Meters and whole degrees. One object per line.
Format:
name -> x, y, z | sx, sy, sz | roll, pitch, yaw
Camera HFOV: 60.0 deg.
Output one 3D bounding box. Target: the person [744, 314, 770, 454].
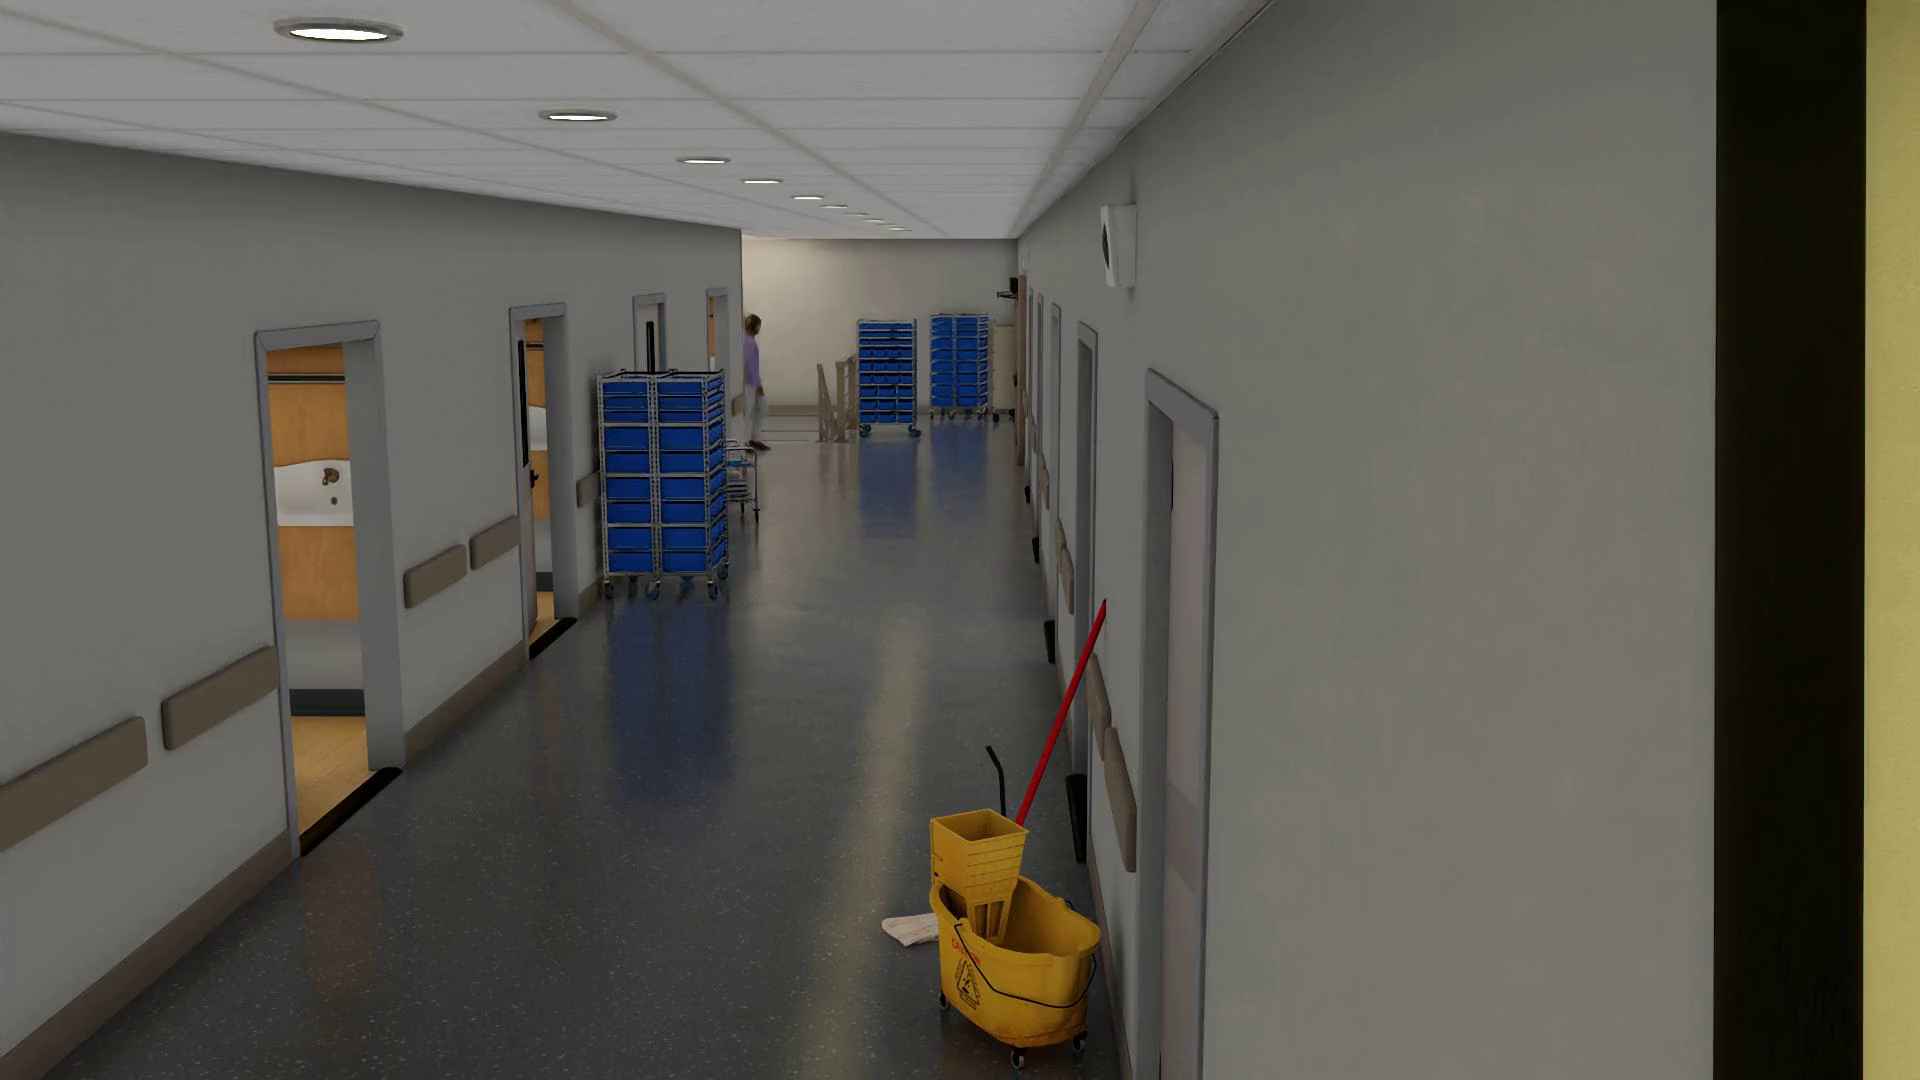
person -> -2.832, -2.134, 22.825 | 0.649, 1.913, 0.644 | 0, 9, -2
